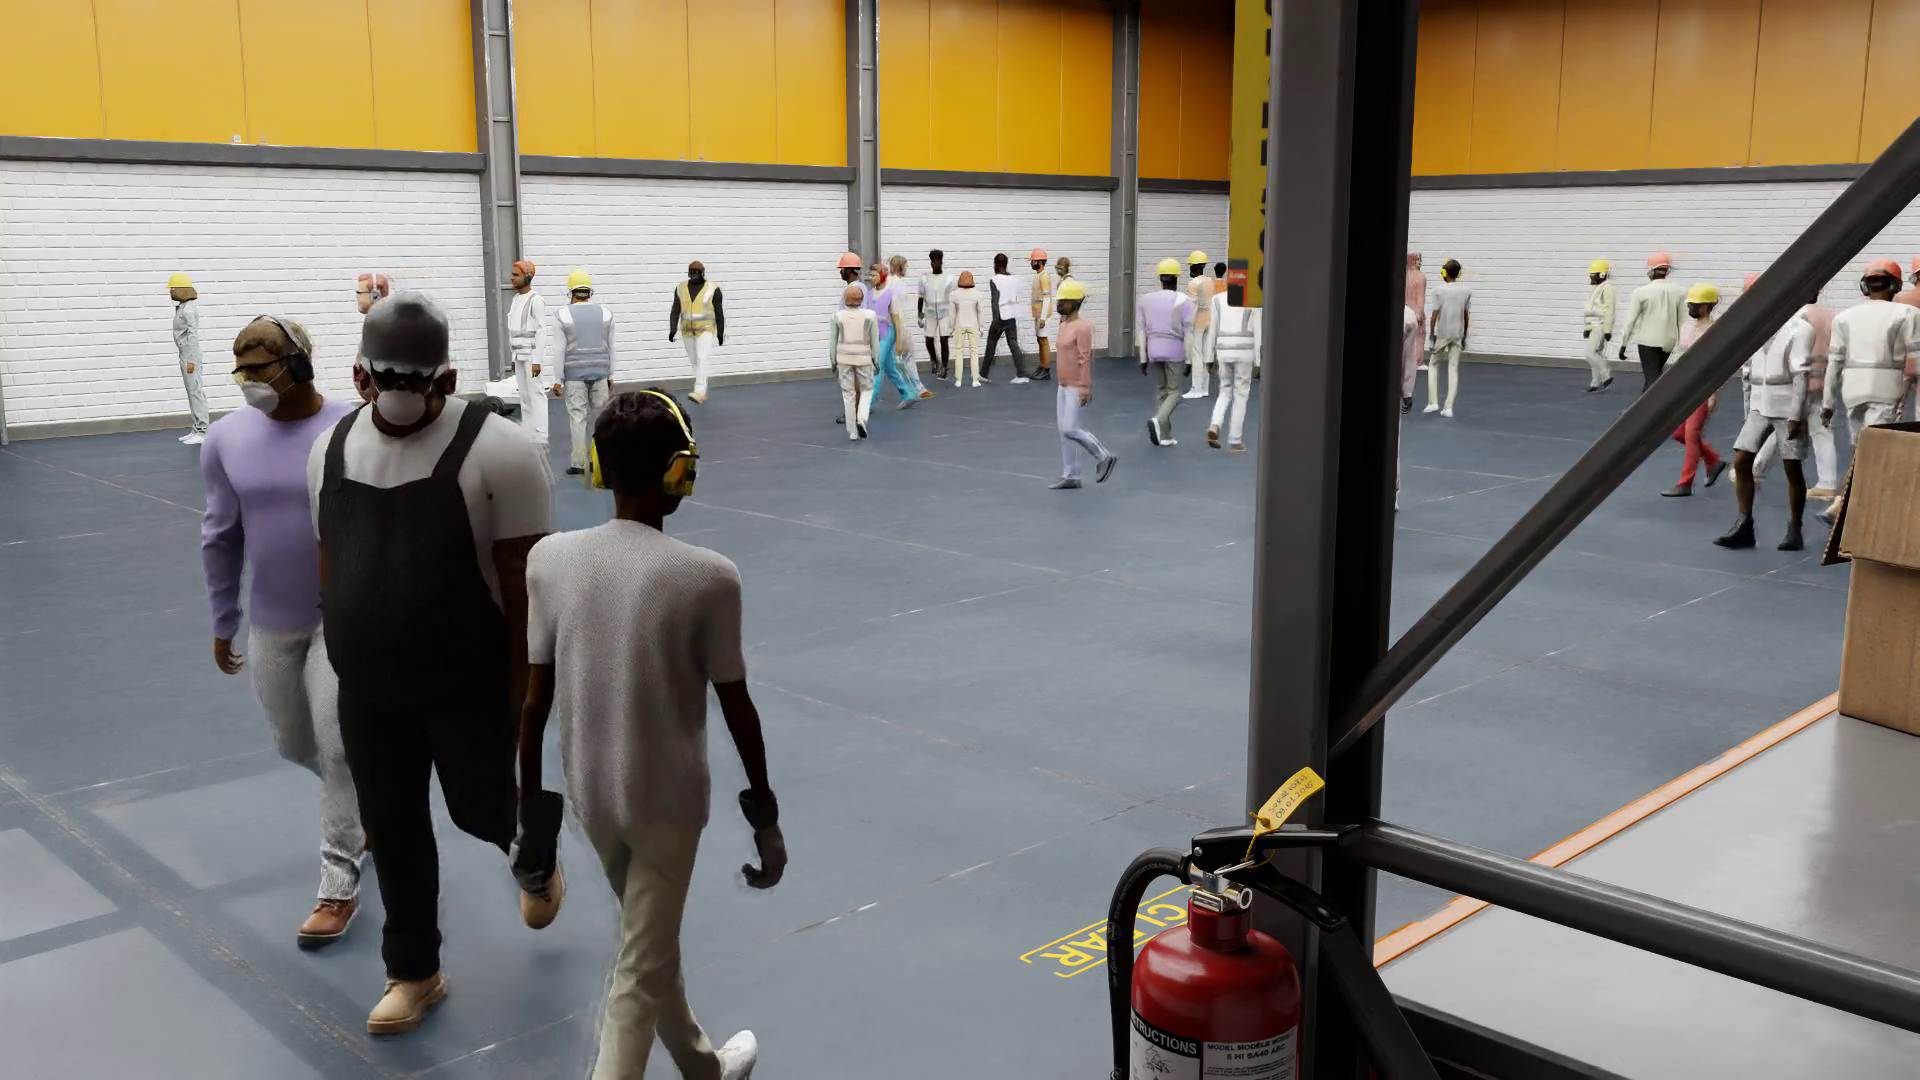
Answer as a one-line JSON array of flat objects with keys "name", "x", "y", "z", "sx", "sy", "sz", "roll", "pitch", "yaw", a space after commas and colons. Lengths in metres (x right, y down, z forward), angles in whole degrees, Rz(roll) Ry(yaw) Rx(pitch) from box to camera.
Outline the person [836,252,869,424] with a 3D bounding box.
[{"name": "person", "x": -1.233, "y": -2.289, "z": 18.904, "sx": 0.355, "sy": 1.939, "sz": 0.543, "roll": 2, "pitch": 11, "yaw": 13}]

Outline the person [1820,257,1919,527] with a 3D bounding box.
[{"name": "person", "x": 6.423, "y": -0.996, "z": 11.747, "sx": 0.989, "sy": 1.984, "sz": 0.736, "roll": -7, "pitch": 12, "yaw": -33}]

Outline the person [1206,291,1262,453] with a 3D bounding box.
[{"name": "person", "x": 2.676, "y": -1.768, "z": 16.246, "sx": 0.620, "sy": 1.870, "sz": 0.470, "roll": 7, "pitch": 13, "yaw": 34}]

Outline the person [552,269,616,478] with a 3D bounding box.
[{"name": "person", "x": -3.321, "y": -1.462, "z": 14.678, "sx": 0.589, "sy": 1.835, "sz": 0.404, "roll": -7, "pitch": 13, "yaw": -34}]

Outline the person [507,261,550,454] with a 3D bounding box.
[{"name": "person", "x": -4.240, "y": -1.780, "z": 16.280, "sx": 0.356, "sy": 1.884, "sz": 0.574, "roll": -9, "pitch": 13, "yaw": -39}]

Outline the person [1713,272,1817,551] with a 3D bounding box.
[{"name": "person", "x": 5.457, "y": -0.858, "z": 11.262, "sx": 0.749, "sy": 1.884, "sz": 0.554, "roll": -6, "pitch": 12, "yaw": -30}]

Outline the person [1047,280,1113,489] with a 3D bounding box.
[{"name": "person", "x": 0.985, "y": -1.285, "z": 13.916, "sx": 0.463, "sy": 1.759, "sz": 0.531, "roll": -4, "pitch": 11, "yaw": -21}]

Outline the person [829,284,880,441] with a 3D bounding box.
[{"name": "person", "x": -1.092, "y": -1.834, "z": 17.251, "sx": 0.537, "sy": 1.623, "sz": 0.364, "roll": 0, "pitch": 10, "yaw": 1}]

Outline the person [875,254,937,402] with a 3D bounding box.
[{"name": "person", "x": -0.819, "y": -2.697, "z": 21.290, "sx": 1.013, "sy": 1.893, "sz": 0.645, "roll": -6, "pitch": 12, "yaw": -30}]

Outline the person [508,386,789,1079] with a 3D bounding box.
[{"name": "person", "x": -0.663, "y": 0.582, "z": 3.615, "sx": 0.555, "sy": 1.813, "sz": 0.981, "roll": 4, "pitch": 11, "yaw": 21}]

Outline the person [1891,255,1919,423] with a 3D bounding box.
[{"name": "person", "x": 8.369, "y": -1.508, "z": 14.584, "sx": 0.620, "sy": 1.975, "sz": 0.451, "roll": 3, "pitch": 11, "yaw": 18}]

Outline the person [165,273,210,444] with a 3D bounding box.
[{"name": "person", "x": -7.946, "y": -1.860, "z": 17.097, "sx": 0.310, "sy": 1.743, "sz": 0.493, "roll": -6, "pitch": 12, "yaw": -30}]

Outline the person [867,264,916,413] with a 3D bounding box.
[{"name": "person", "x": -0.907, "y": -2.434, "z": 20.082, "sx": 0.965, "sy": 1.804, "sz": 0.586, "roll": -7, "pitch": 12, "yaw": -33}]

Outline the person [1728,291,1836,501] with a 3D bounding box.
[{"name": "person", "x": 6.818, "y": -1.242, "z": 13.601, "sx": 0.671, "sy": 1.794, "sz": 0.935, "roll": -4, "pitch": 11, "yaw": -22}]

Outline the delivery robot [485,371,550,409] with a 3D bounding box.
[{"name": "delivery robot", "x": -5.172, "y": -1.744, "z": 19.454, "sx": 0.707, "sy": 0.478, "sz": 0.477, "roll": 0, "pitch": 10, "yaw": 1}]

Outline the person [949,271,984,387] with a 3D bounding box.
[{"name": "person", "x": 0.094, "y": -2.976, "z": 23.475, "sx": 0.503, "sy": 1.636, "sz": 0.280, "roll": 1, "pitch": 10, "yaw": 4}]

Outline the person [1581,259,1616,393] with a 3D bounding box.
[{"name": "person", "x": 8.607, "y": -2.873, "z": 22.436, "sx": 0.426, "sy": 1.810, "sz": 0.586, "roll": 2, "pitch": 11, "yaw": 10}]

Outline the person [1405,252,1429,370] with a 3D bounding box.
[{"name": "person", "x": 7.054, "y": -3.591, "z": 26.181, "sx": 0.897, "sy": 1.873, "sz": 0.649, "roll": -6, "pitch": 12, "yaw": -30}]

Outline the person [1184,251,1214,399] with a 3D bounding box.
[{"name": "person", "x": 3.108, "y": -2.814, "z": 21.800, "sx": 0.367, "sy": 1.927, "sz": 0.587, "roll": 6, "pitch": 12, "yaw": 31}]

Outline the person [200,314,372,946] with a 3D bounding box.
[{"name": "person", "x": -2.025, "y": 0.234, "z": 5.268, "sx": 0.650, "sy": 1.909, "sz": 0.849, "roll": 0, "pitch": 10, "yaw": 1}]

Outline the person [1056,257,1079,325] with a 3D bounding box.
[{"name": "person", "x": 1.626, "y": -3.387, "z": 25.249, "sx": 0.463, "sy": 1.804, "sz": 0.538, "roll": -1, "pitch": 10, "yaw": -8}]

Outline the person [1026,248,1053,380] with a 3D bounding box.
[{"name": "person", "x": 1.178, "y": -3.333, "z": 24.597, "sx": 0.376, "sy": 1.939, "sz": 0.547, "roll": -1, "pitch": 10, "yaw": -6}]

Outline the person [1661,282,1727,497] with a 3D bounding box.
[{"name": "person", "x": 6.055, "y": -1.226, "z": 13.591, "sx": 0.549, "sy": 1.750, "sz": 0.541, "roll": -2, "pitch": 11, "yaw": -12}]

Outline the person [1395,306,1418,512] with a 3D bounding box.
[{"name": "person", "x": 3.163, "y": -1.149, "z": 12.779, "sx": 0.648, "sy": 1.907, "sz": 0.401, "roll": 1, "pitch": 10, "yaw": 5}]

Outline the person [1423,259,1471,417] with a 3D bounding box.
[{"name": "person", "x": 5.766, "y": -2.390, "z": 19.703, "sx": 0.499, "sy": 1.846, "sz": 0.582, "roll": 0, "pitch": 10, "yaw": -1}]

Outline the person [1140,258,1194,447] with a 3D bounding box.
[{"name": "person", "x": 2.039, "y": -1.854, "z": 16.616, "sx": 0.592, "sy": 1.908, "sz": 0.686, "roll": 7, "pitch": 12, "yaw": 33}]

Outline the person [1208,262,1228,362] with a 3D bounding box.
[{"name": "person", "x": 4.344, "y": -3.817, "z": 27.929, "sx": 0.544, "sy": 1.680, "sz": 0.404, "roll": -1, "pitch": 10, "yaw": -3}]

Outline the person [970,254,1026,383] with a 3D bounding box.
[{"name": "person", "x": 0.612, "y": -3.205, "z": 24.127, "sx": 1.006, "sy": 1.864, "sz": 0.615, "roll": 10, "pitch": 14, "yaw": 43}]

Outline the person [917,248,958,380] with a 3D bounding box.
[{"name": "person", "x": -0.319, "y": -3.326, "z": 24.541, "sx": 0.649, "sy": 1.941, "sz": 0.504, "roll": 2, "pitch": 11, "yaw": 11}]

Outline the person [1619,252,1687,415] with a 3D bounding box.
[{"name": "person", "x": 7.492, "y": -2.138, "z": 18.064, "sx": 0.646, "sy": 1.936, "sz": 1.009, "roll": -2, "pitch": 11, "yaw": -9}]

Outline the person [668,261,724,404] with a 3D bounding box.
[{"name": "person", "x": -3.364, "y": -2.623, "z": 21.117, "sx": 0.630, "sy": 1.791, "sz": 0.968, "roll": 3, "pitch": 11, "yaw": 14}]

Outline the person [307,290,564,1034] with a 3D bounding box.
[{"name": "person", "x": -1.445, "y": 0.283, "z": 4.603, "sx": 0.695, "sy": 2.000, "sz": 0.742, "roll": 2, "pitch": 11, "yaw": 9}]

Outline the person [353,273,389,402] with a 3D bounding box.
[{"name": "person", "x": -4.198, "y": -0.972, "z": 11.932, "sx": 1.005, "sy": 1.854, "sz": 0.672, "roll": -5, "pitch": 11, "yaw": -25}]
